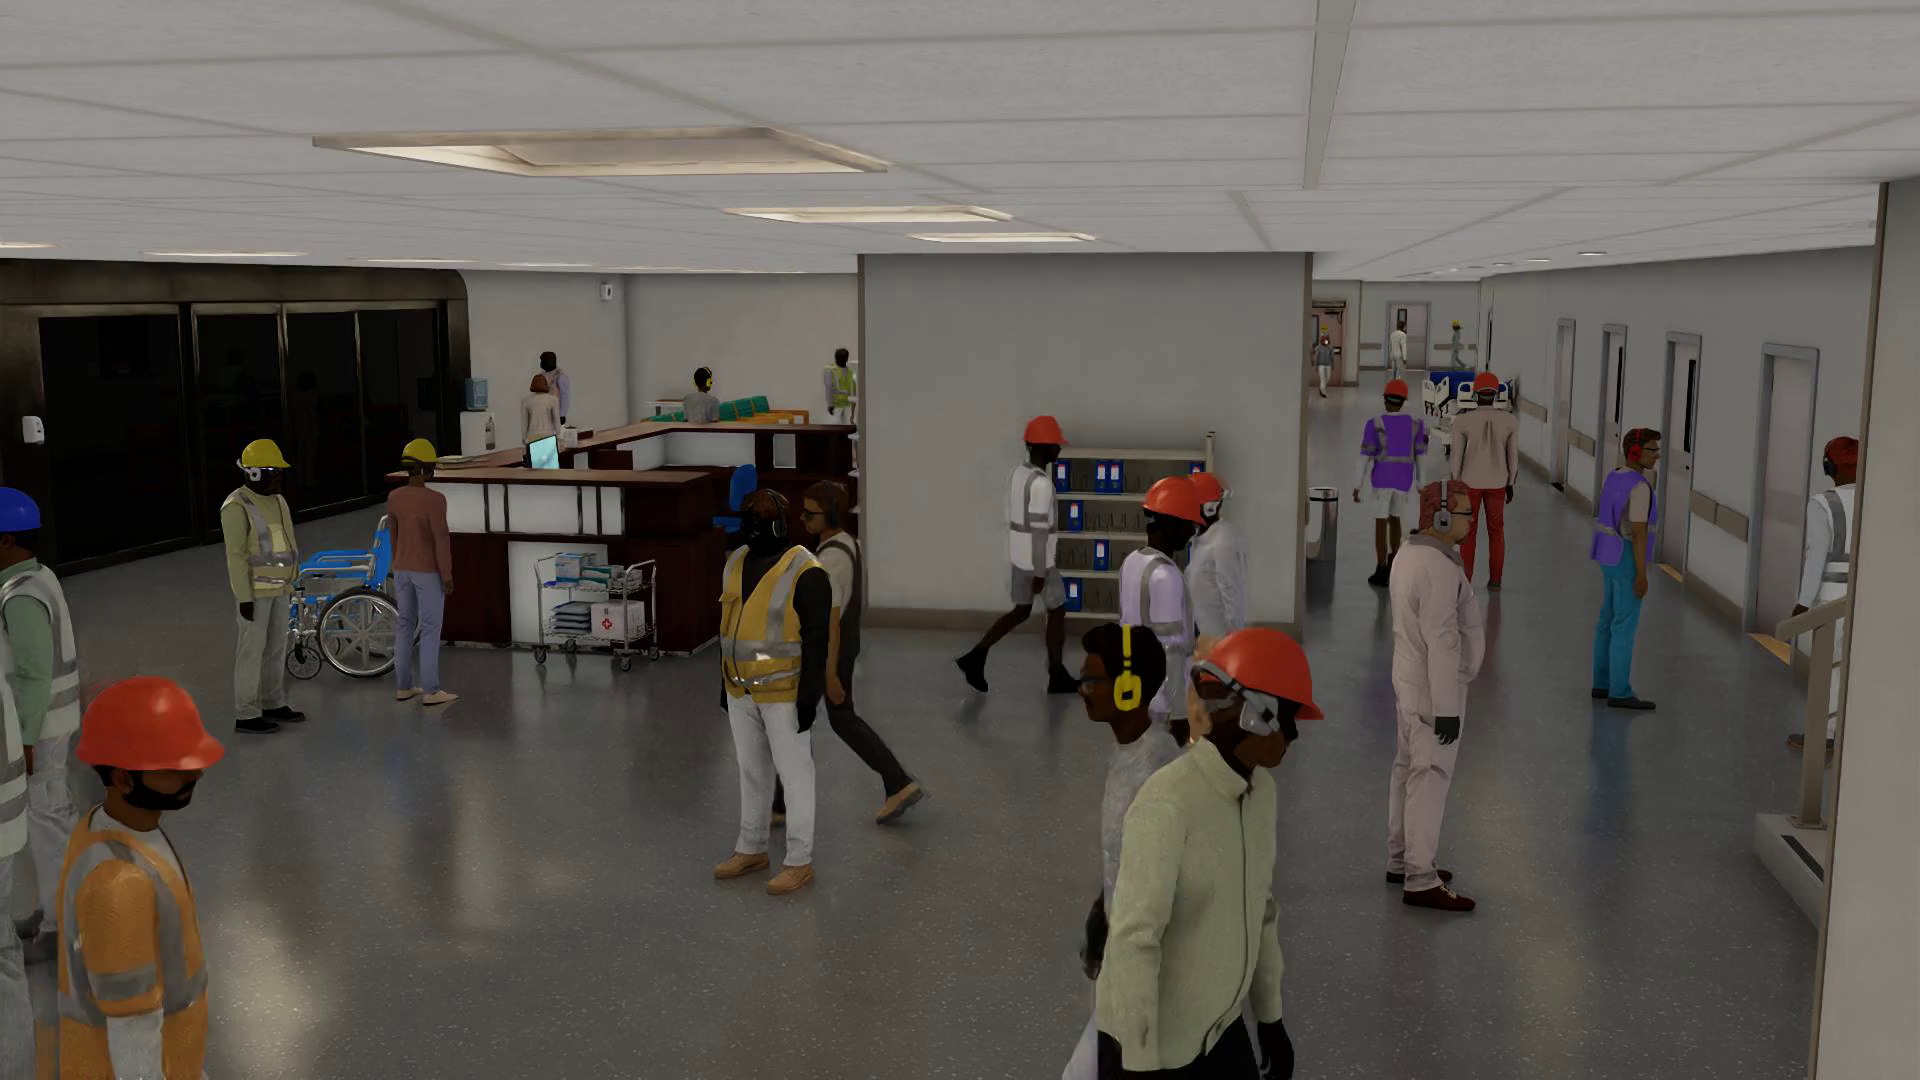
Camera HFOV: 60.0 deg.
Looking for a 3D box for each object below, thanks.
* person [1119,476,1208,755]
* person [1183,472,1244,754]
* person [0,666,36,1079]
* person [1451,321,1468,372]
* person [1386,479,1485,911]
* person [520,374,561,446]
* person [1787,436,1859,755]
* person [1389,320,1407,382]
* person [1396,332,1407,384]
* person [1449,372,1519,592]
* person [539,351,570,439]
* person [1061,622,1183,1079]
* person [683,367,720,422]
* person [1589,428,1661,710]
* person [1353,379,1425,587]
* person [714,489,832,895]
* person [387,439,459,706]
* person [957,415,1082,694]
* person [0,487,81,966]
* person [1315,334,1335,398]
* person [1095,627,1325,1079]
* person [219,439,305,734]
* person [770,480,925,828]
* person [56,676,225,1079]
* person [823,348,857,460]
[{"bbox_3d":[0.895,0.681,7.332,0.376,1.928,0.542,-2,9,-14],"label":"person"},{"bbox_3d":[1.368,0.473,9.398,0.665,1.721,0.571,0,9,-1],"label":"person"},{"bbox_3d":[-3.222,0.969,5.359,0.405,1.945,0.615,-5,10,-30],"label":"person"},{"bbox_3d":[16.082,-6.209,53.710,0.541,1.725,0.498,4,9,25],"label":"person"},{"bbox_3d":[2.130,0.676,7.437,0.407,1.906,0.655,0,9,2],"label":"person"},{"bbox_3d":[-5.505,-1.361,21.857,0.507,1.631,0.266,-2,9,-11],"label":"person"},{"bbox_3d":[5.192,0.327,9.825,0.572,1.886,0.355,-3,9,-17],"label":"person"},{"bbox_3d":[11.401,-4.734,43.239,0.354,1.936,0.635,-3,9,-22],"label":"person"},{"bbox_3d":[11.520,-4.625,43.505,0.308,1.638,0.511,-2,9,-12],"label":"person"},{"bbox_3d":[4.731,-0.518,15.070,0.612,1.995,0.379,0,9,1],"label":"person"},{"bbox_3d":[-6.001,-1.853,24.449,0.625,1.840,0.430,7,11,41],"label":"person"},{"bbox_3d":[0.403,1.136,4.604,0.831,1.835,0.553,1,9,5],"label":"person"},{"bbox_3d":[-2.942,-1.042,19.017,0.505,1.861,0.330,4,10,26],"label":"person"},{"bbox_3d":[4.368,0.179,10.953,0.390,1.841,0.564,0,9,2],"label":"person"},{"bbox_3d":[3.968,-0.526,15.398,0.676,1.908,0.482,-1,9,-5],"label":"person"},{"bbox_3d":[-0.879,0.683,7.616,0.627,1.844,0.429,7,11,37],"label":"person"},{"bbox_3d":[-3.565,0.209,11.046,0.524,1.762,0.345,5,10,30],"label":"person"},{"bbox_3d":[0.430,0.115,11.158,0.851,1.916,0.546,-3,9,-19],"label":"person"},{"bbox_3d":[-3.808,0.750,6.806,0.390,1.949,0.602,-4,10,-26],"label":"person"},{"bbox_3d":[9.234,-4.413,42.191,0.517,1.617,0.626,-2,9,-12],"label":"person"},{"bbox_3d":[0.544,1.174,3.993,0.609,1.944,0.652,7,11,38],"label":"person"},{"bbox_3d":[-4.309,0.286,10.323,0.403,1.827,0.590,1,9,8],"label":"person"},{"bbox_3d":[-0.637,0.583,8.400,0.882,1.802,0.513,2,9,13],"label":"person"},{"bbox_3d":[-1.916,1.229,3.888,1.002,1.880,0.553,-4,9,-24],"label":"person"},{"bbox_3d":[-1.977,-2.195,26.817,0.624,1.814,0.797,-8,12,-44],"label":"person"}]
